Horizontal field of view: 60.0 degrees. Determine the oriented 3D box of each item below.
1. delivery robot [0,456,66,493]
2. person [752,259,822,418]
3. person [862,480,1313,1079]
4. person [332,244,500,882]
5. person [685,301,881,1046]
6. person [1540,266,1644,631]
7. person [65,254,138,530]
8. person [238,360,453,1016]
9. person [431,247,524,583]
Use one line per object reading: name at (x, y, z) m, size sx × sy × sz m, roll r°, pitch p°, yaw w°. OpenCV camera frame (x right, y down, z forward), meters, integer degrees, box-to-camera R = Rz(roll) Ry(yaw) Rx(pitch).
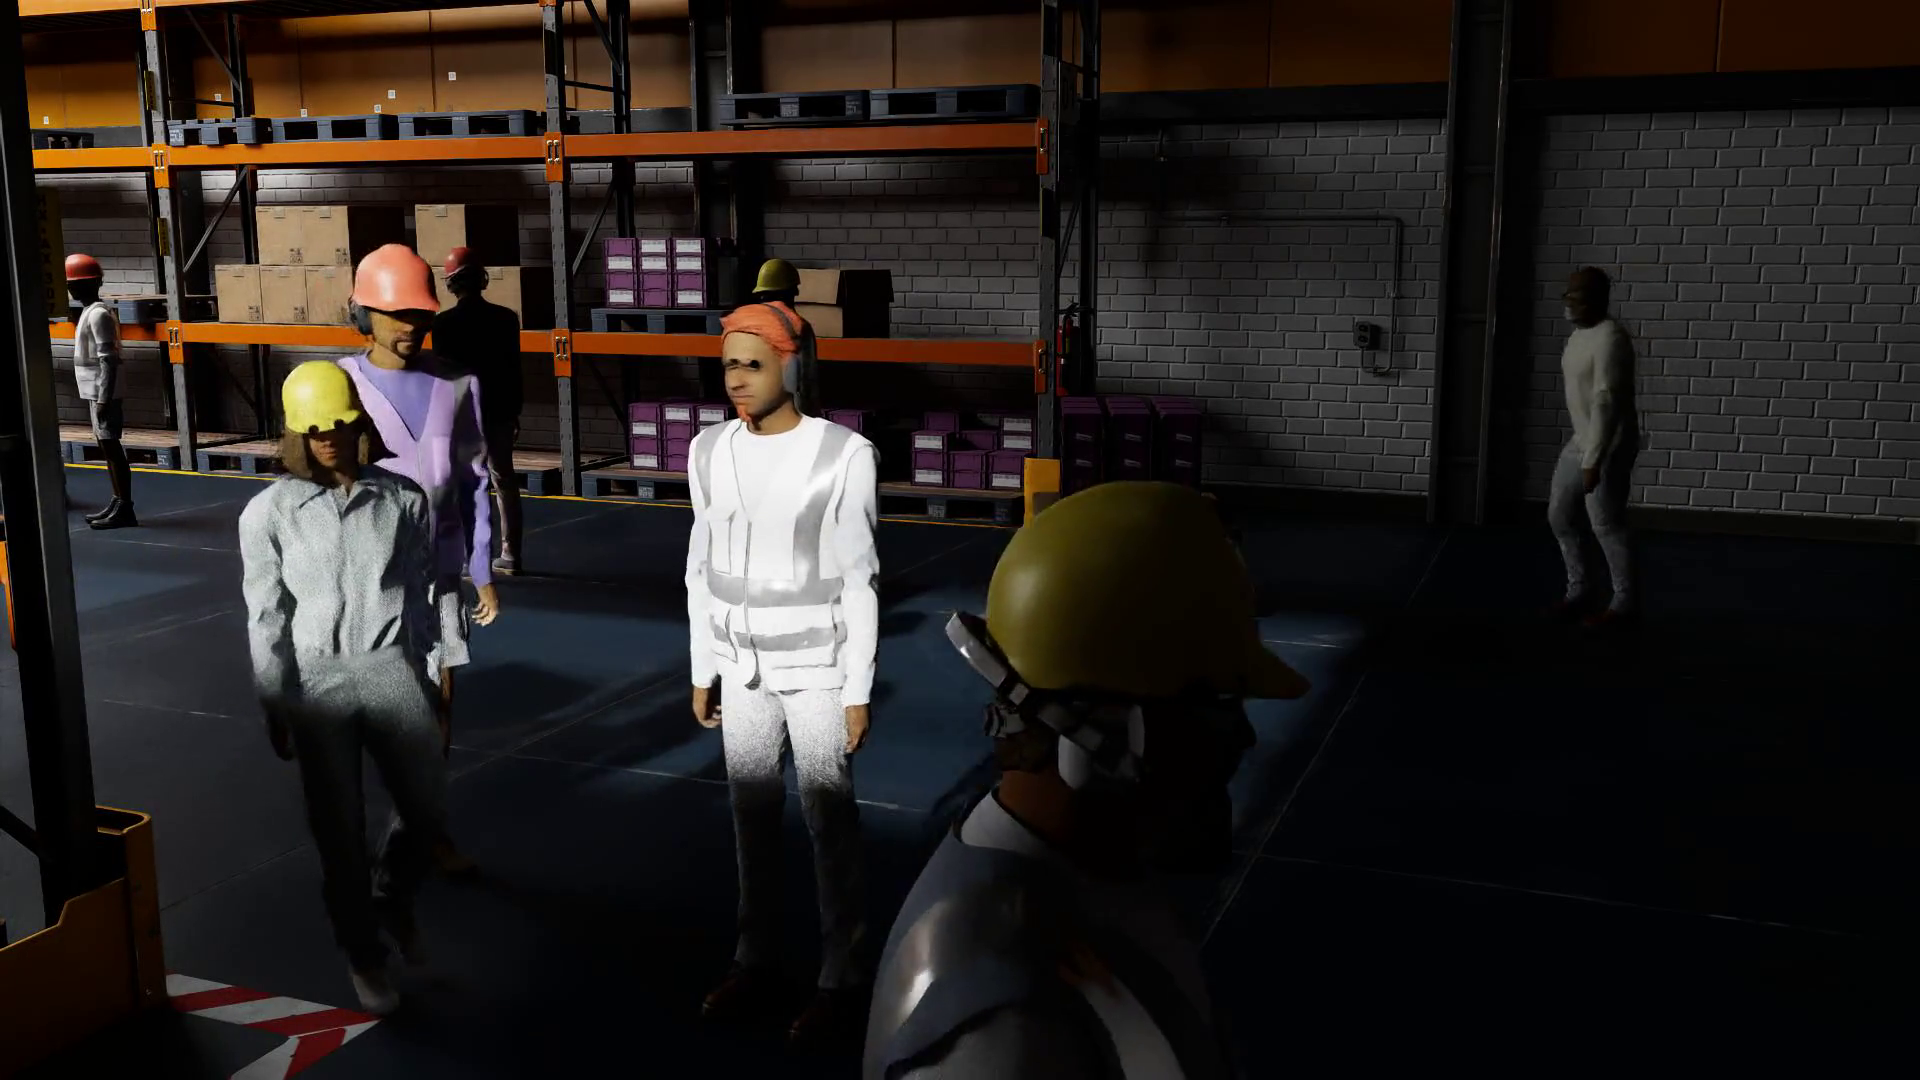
delivery robot at (-7.140, -0.563, 12.676) m, size 0.707 × 0.478 × 0.477 m, roll 8°, pitch 13°, yaw 36°
person at (-0.995, -0.654, 9.635) m, size 0.383 × 1.923 × 0.588 m, roll -2°, pitch 10°, yaw -12°
person at (0.081, 0.845, 1.560) m, size 0.566 × 1.818 × 0.610 m, roll 2°, pitch 10°, yaw 11°
person at (-1.807, 0.080, 5.301) m, size 0.611 × 2.022 × 0.605 m, roll 9°, pitch 14°, yaw 42°
person at (-0.456, 0.337, 4.247) m, size 0.577 × 1.879 × 0.347 m, roll 6°, pitch 12°, yaw 28°
person at (3.310, -0.450, 8.557) m, size 0.605 × 1.895 × 0.646 m, roll 0°, pitch 10°, yaw 0°
person at (-6.092, -1.039, 11.742) m, size 0.370 × 1.933 × 0.550 m, roll -6°, pitch 12°, yaw -31°
person at (-1.570, 0.395, 4.323) m, size 0.499 × 1.725 × 0.356 m, roll -7°, pitch 13°, yaw -35°
person at (-2.882, -0.737, 9.919) m, size 0.392 × 1.985 × 0.609 m, roll 8°, pitch 13°, yaw 39°
